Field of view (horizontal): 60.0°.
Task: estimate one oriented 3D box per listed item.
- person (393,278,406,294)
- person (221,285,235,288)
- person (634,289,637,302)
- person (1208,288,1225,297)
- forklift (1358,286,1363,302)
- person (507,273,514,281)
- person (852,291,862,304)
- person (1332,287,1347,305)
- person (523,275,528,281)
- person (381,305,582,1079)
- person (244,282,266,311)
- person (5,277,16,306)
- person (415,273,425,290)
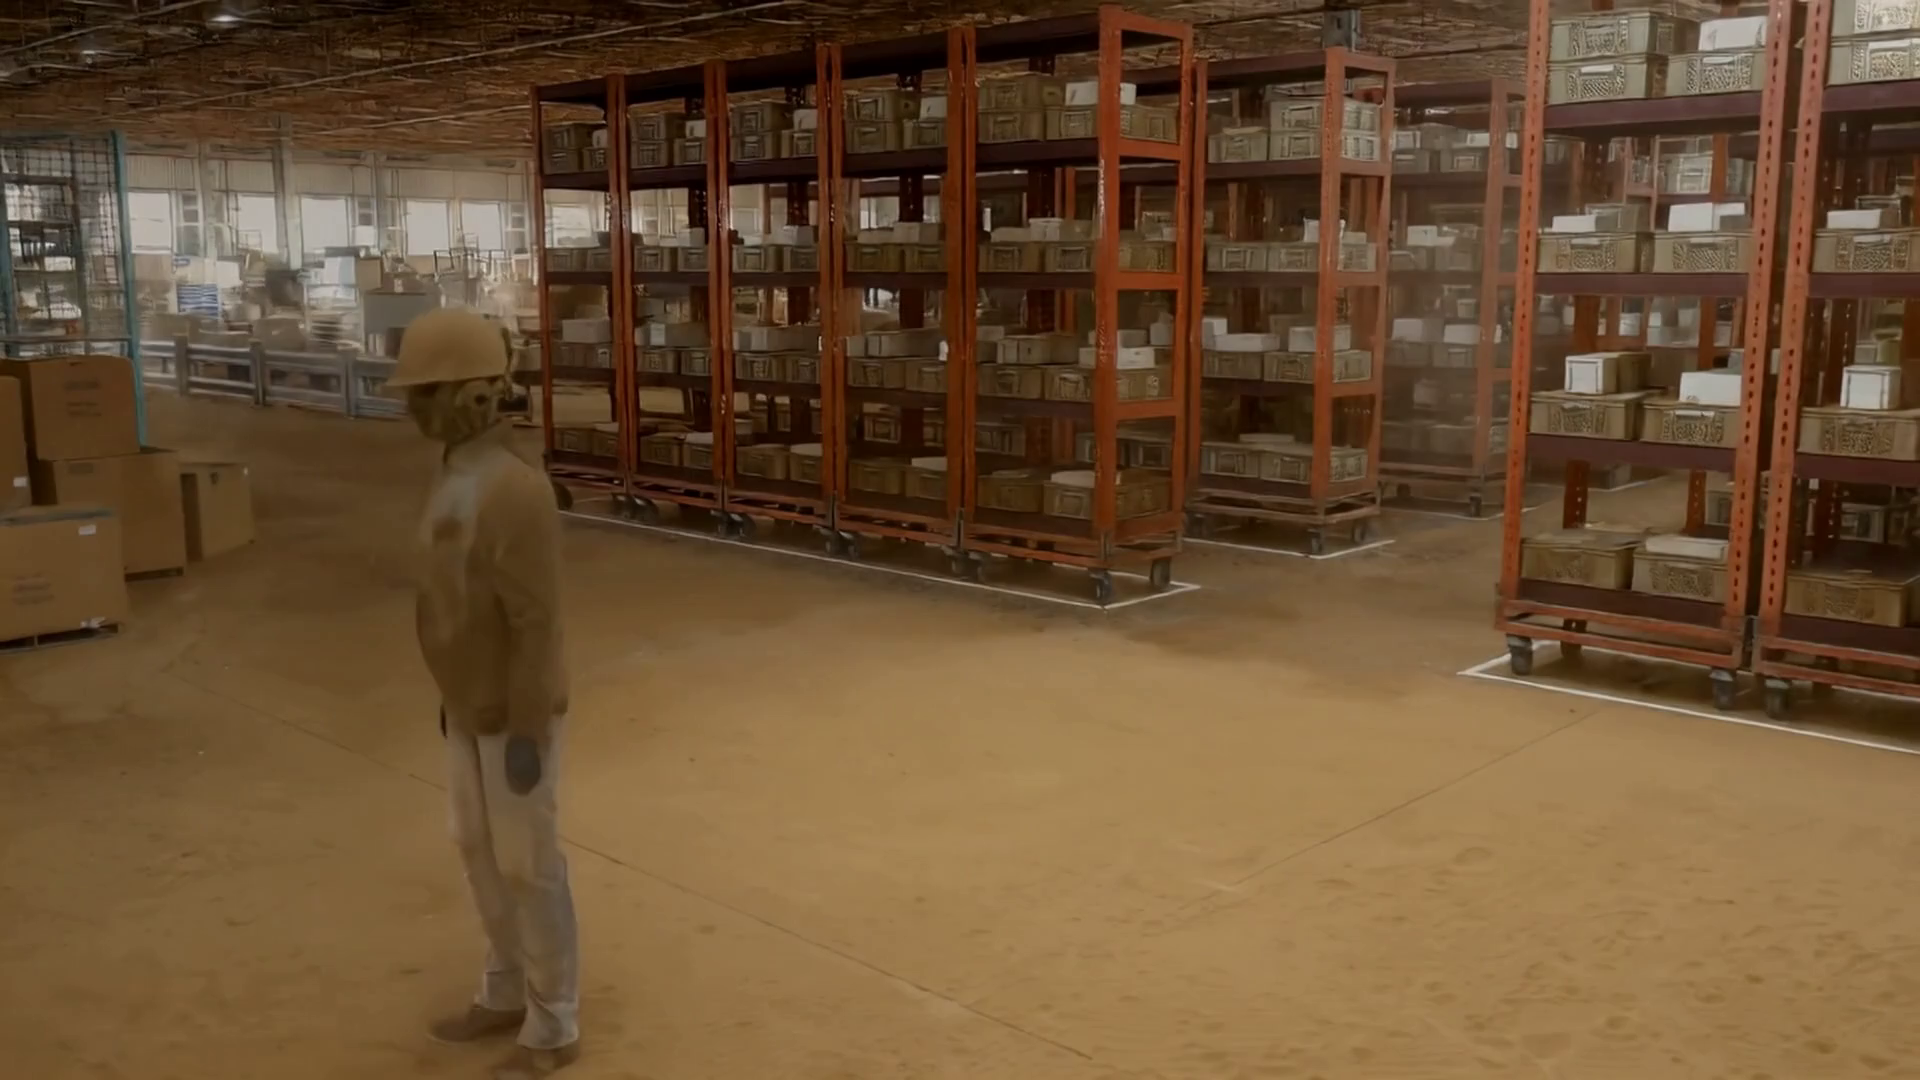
[{"bbox_3d":[-13.577,-5.376,40.103,0.944,1.827,0.559,-5,11,-30],"label":"person"},{"bbox_3d":[-24.685,-8.059,55.926,0.537,2.000,0.690,-7,11,-35],"label":"person"},{"bbox_3d":[-20.359,-15.863,104.291,0.582,1.869,0.586,-6,11,-31],"label":"person"},{"bbox_3d":[7.541,-6.763,48.446,0.593,1.878,1.010,-4,10,-24],"label":"person"},{"bbox_3d":[11.100,-7.017,46.970,1.873,2.768,1.129,9,13,43],"label":"forklift"},{"bbox_3d":[-25.617,-14.359,95.233,0.540,1.811,0.801,1,9,7],"label":"person"},{"bbox_3d":[-3.952,-9.204,63.387,0.562,1.885,0.973,-3,10,-19],"label":"person"},{"bbox_3d":[5.730,-2.909,24.754,0.640,1.910,0.407,9,13,43],"label":"person"},{"bbox_3d":[-24.717,-14.248,94.796,0.485,1.738,0.307,9,13,43],"label":"person"},{"bbox_3d":[-1.205,0.408,4.204,0.412,1.985,0.625,-7,11,-36],"label":"person"},{"bbox_3d":[-19.034,-6.104,44.910,0.520,1.720,0.922,0,9,0],"label":"person"},{"bbox_3d":[-44.722,-11.599,78.333,0.454,1.812,0.698,-4,10,-22],"label":"person"},{"bbox_3d":[-19.678,-8.822,60.999,0.833,1.920,0.640,-5,10,-28],"label":"person"}]
